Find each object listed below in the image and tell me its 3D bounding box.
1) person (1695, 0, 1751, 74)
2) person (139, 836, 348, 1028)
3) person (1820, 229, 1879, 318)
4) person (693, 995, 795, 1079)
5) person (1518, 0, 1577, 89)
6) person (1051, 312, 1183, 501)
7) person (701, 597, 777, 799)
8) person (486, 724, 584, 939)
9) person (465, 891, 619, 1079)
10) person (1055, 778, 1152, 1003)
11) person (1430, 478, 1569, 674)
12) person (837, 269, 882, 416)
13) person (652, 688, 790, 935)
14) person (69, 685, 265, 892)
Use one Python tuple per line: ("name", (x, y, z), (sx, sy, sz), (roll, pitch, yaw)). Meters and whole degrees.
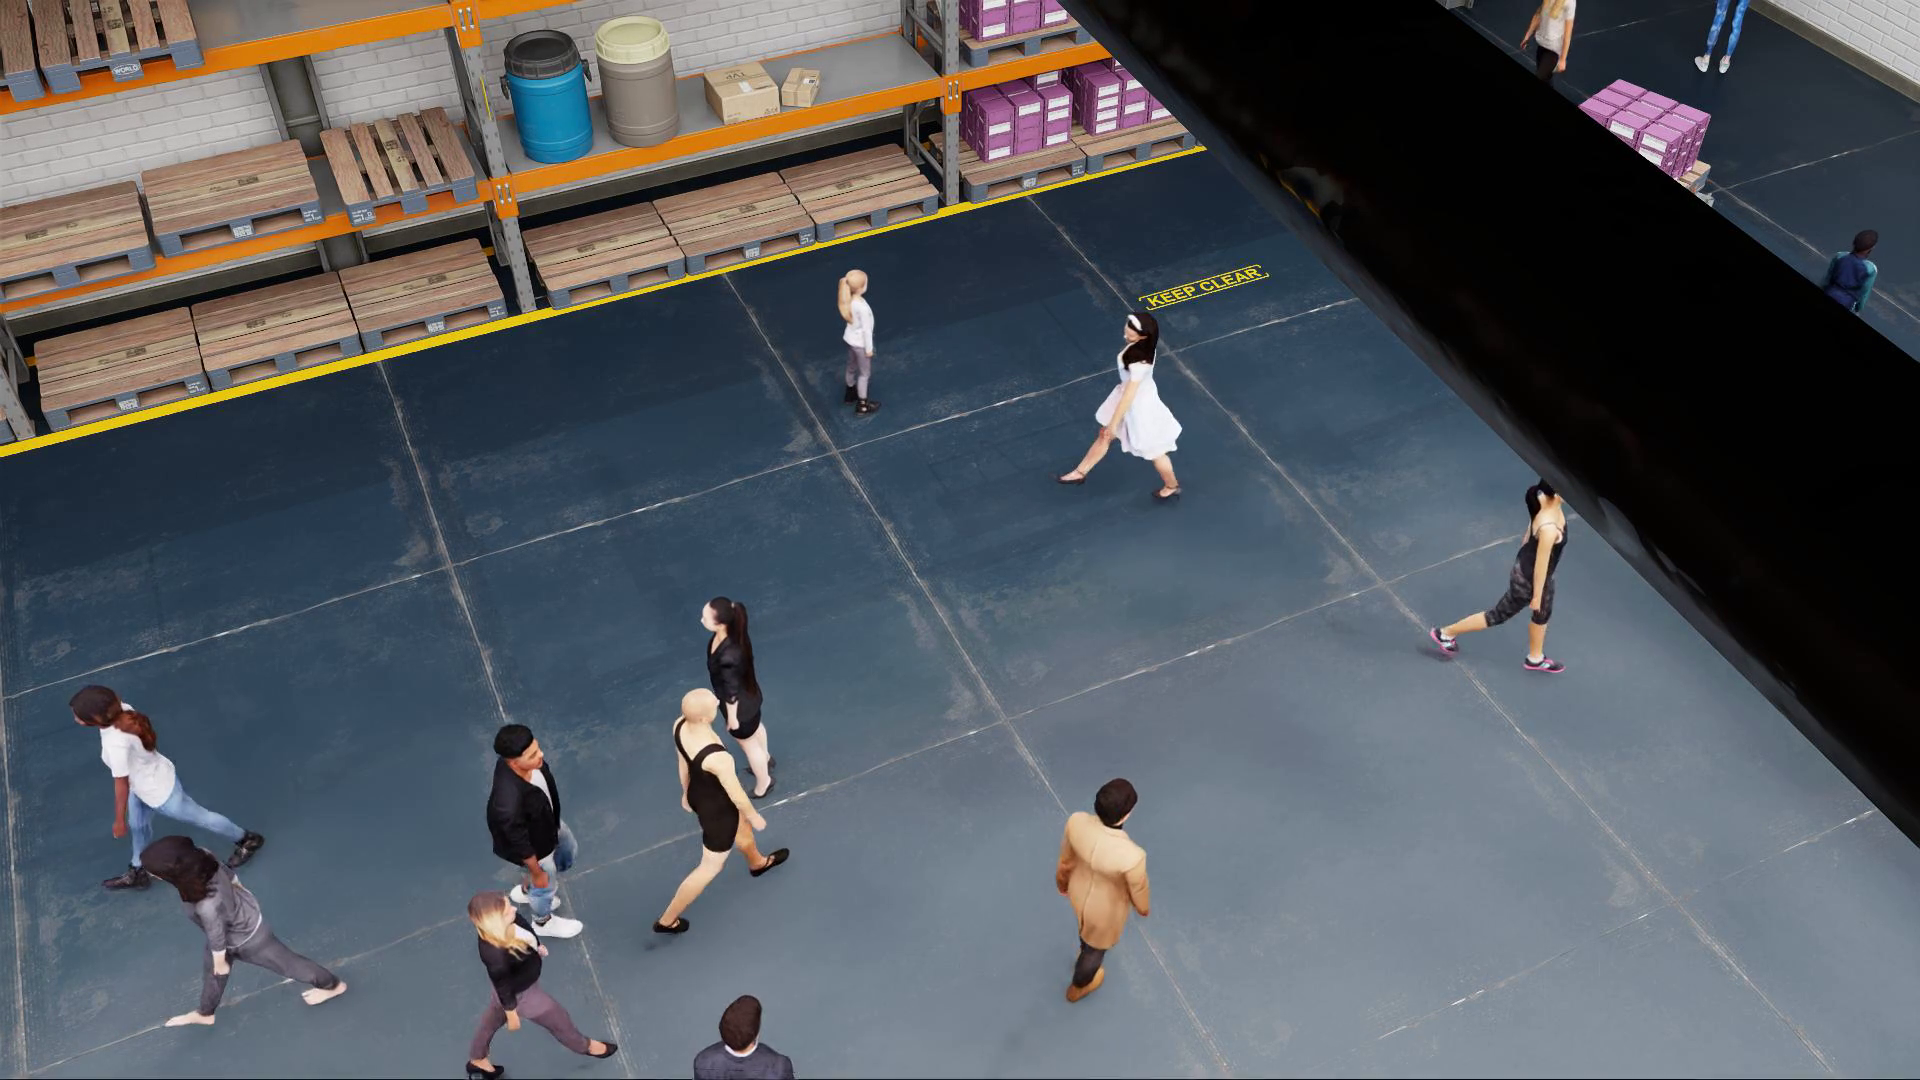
("person", (7.848, -5.585, 16.771), (0.679, 1.788, 0.748), (8, 44, 8))
("person", (-3.720, 2.051, 8.815), (1.138, 1.705, 0.635), (-16, 46, -16))
("person", (7.024, -1.921, 13.318), (0.688, 1.246, 0.588), (-31, 52, -29))
("person", (-0.996, 2.850, 7.881), (1.140, 1.838, 1.060), (2, 44, 2))
("person", (5.656, -4.639, 15.771), (0.959, 1.798, 0.836), (-4, 44, -4))
("person", (1.357, -0.863, 11.845), (1.278, 1.746, 1.086), (8, 44, 8))
("person", (-1.309, 0.944, 9.987), (0.662, 1.693, 0.664), (-2, 44, -3))
("person", (-2.459, 1.619, 9.207), (0.866, 1.791, 0.858), (3, 44, 3))
("person", (-2.379, 2.332, 8.581), (1.031, 1.621, 0.661), (-13, 45, -14))
("person", (0.694, 1.944, 8.921), (0.805, 1.714, 0.750), (-33, 53, -30))
("person", (3.586, 0.227, 10.741), (1.165, 1.689, 1.046), (11, 45, 11))
("person", (-0.801, -1.542, 12.898), (0.507, 1.277, 0.492), (-22, 48, -21))
("person", (-1.444, 1.547, 9.291), (1.221, 1.778, 0.771), (-25, 49, -24))
("person", (-4.522, 1.393, 9.530), (1.140, 1.672, 0.648), (-23, 48, -22))
